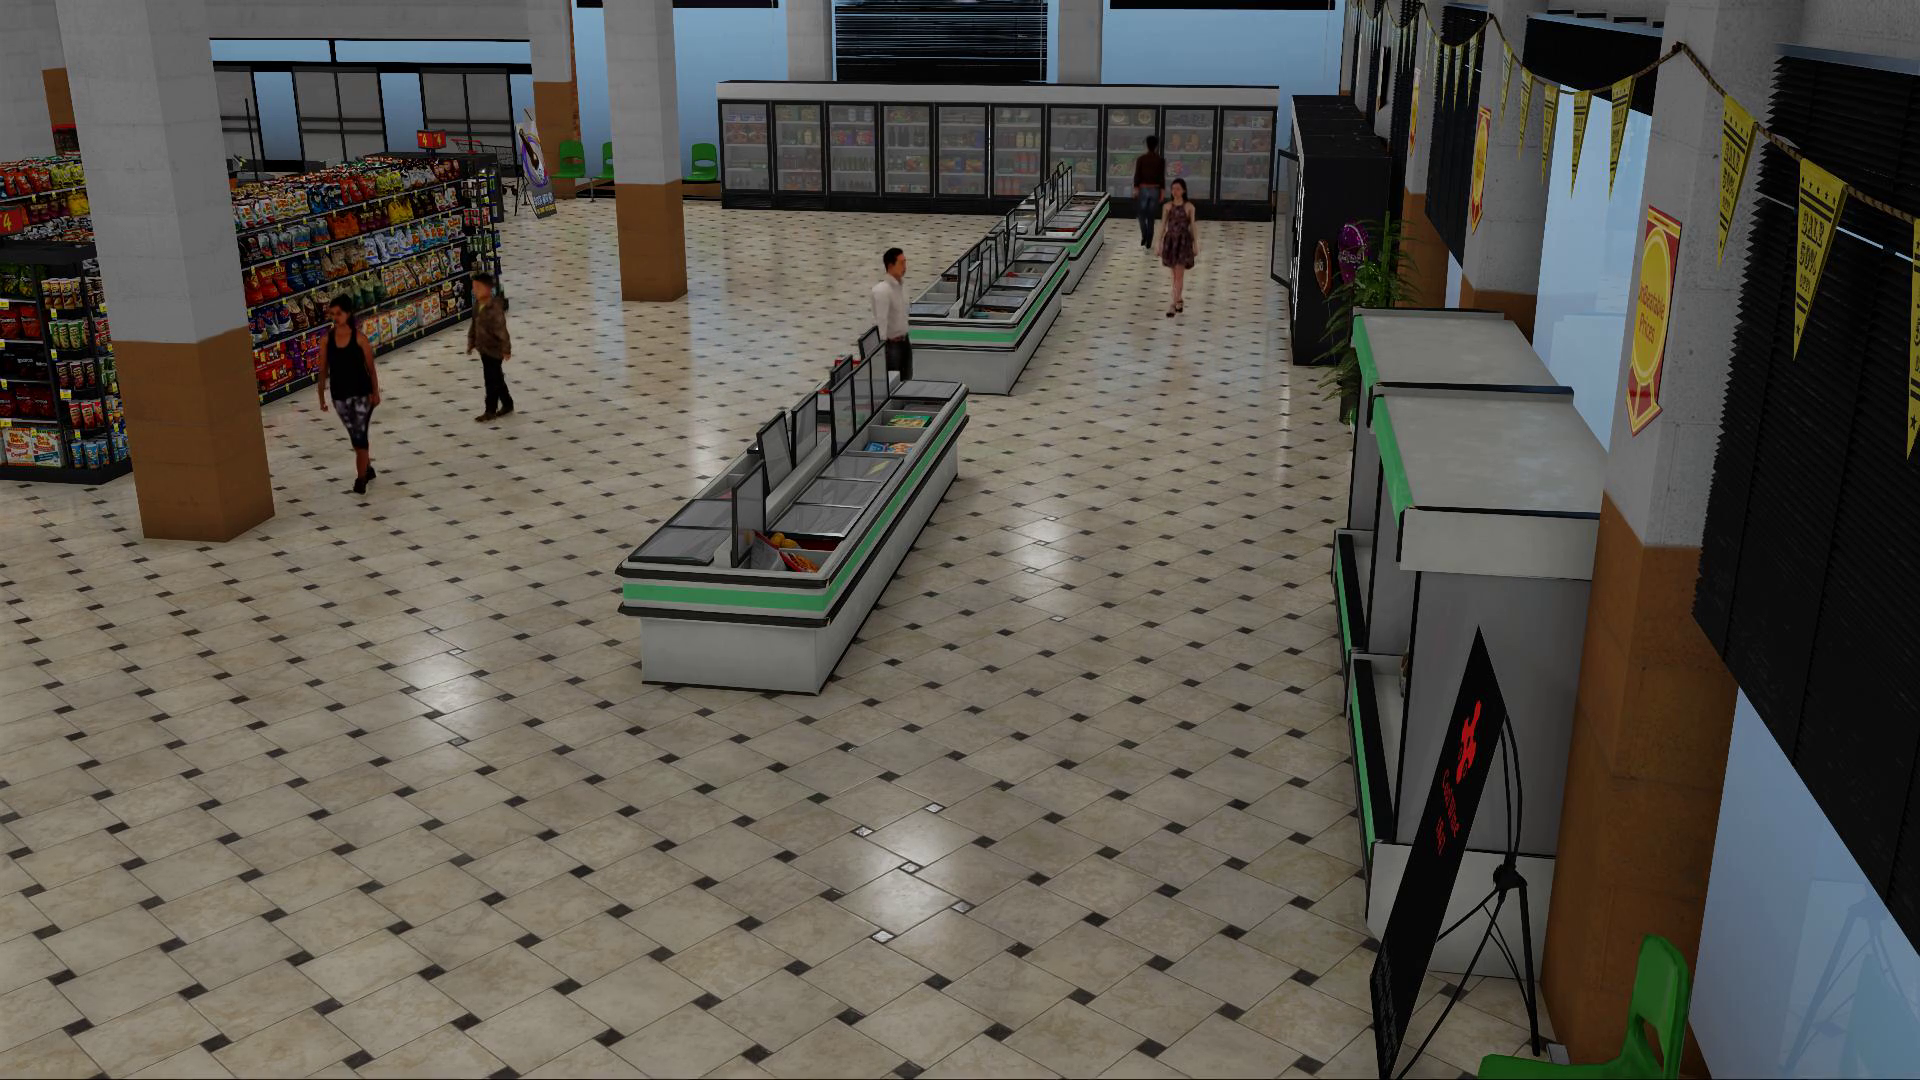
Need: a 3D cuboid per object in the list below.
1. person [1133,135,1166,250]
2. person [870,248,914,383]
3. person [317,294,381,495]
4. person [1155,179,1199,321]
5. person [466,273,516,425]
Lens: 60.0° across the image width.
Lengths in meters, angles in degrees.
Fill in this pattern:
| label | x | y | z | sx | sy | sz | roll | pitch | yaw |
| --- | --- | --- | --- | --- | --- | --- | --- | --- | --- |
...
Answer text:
| label | x | y | z | sx | sy | sz | roll | pitch | yaw |
| --- | --- | --- | --- | --- | --- | --- | --- | --- | --- |
| person | 2.999 | -5.485 | 26.347 | 0.744 | 1.764 | 0.882 | 0 | 19 | 0 |
| person | -0.699 | -1.782 | 15.320 | 0.886 | 1.795 | 1.000 | 9 | 20 | 24 |
| person | -5.070 | -1.242 | 13.957 | 0.698 | 1.641 | 0.954 | 0 | 19 | 0 |
| person | 2.771 | -3.650 | 20.968 | 0.811 | 1.725 | 1.190 | 7 | 20 | 21 |
| person | -4.491 | -1.877 | 16.167 | 0.793 | 1.433 | 0.900 | 16 | 24 | 40 |
